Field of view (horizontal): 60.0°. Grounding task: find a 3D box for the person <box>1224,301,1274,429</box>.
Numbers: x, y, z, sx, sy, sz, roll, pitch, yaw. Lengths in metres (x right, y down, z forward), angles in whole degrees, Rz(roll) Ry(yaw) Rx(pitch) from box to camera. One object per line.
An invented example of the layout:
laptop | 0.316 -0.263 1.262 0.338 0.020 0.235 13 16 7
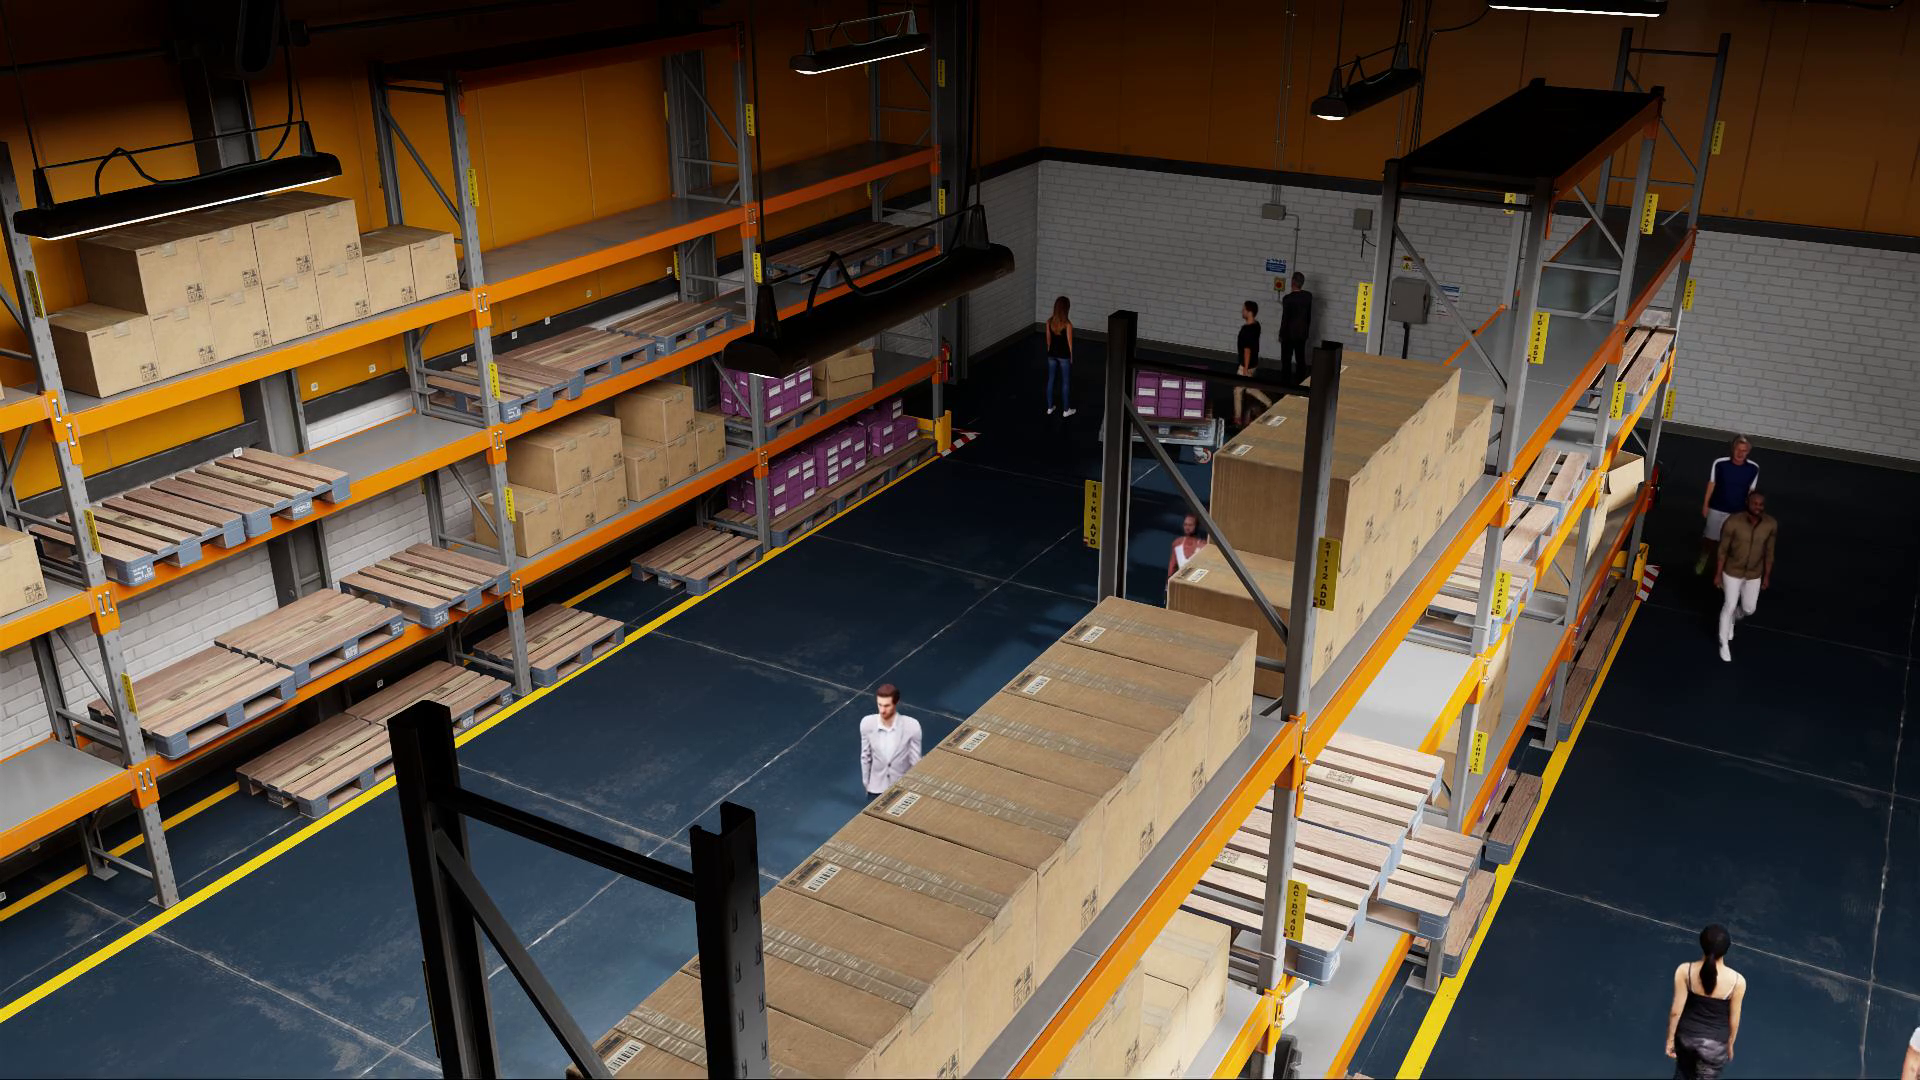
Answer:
person | 4.097 -2.413 23.124 0.760 1.837 0.987 10 26 22

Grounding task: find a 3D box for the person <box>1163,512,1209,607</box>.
person | 2.313 0.528 16.480 0.617 1.771 0.685 15 28 30

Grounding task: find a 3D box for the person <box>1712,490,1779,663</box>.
person | 7.938 0.310 16.930 0.897 1.809 0.963 3 24 7

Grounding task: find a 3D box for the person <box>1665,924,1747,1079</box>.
person | 4.624 3.214 10.421 0.574 1.702 1.016 12 26 26

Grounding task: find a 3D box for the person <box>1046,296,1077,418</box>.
person | 1.421 -2.627 23.759 0.607 1.720 0.534 15 28 31

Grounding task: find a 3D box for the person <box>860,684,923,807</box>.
person | -0.499 1.933 13.224 0.950 1.804 1.251 4 24 9

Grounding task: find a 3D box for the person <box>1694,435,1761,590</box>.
person | 8.513 -0.365 18.460 0.737 1.821 0.810 6 24 14

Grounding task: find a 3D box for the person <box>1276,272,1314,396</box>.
person | 4.949 -3.072 24.627 0.750 1.842 0.863 -12 26 -25

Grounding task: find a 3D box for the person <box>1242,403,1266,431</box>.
person | 3.435 -0.881 20.000 0.879 1.533 0.675 -21 32 -40
